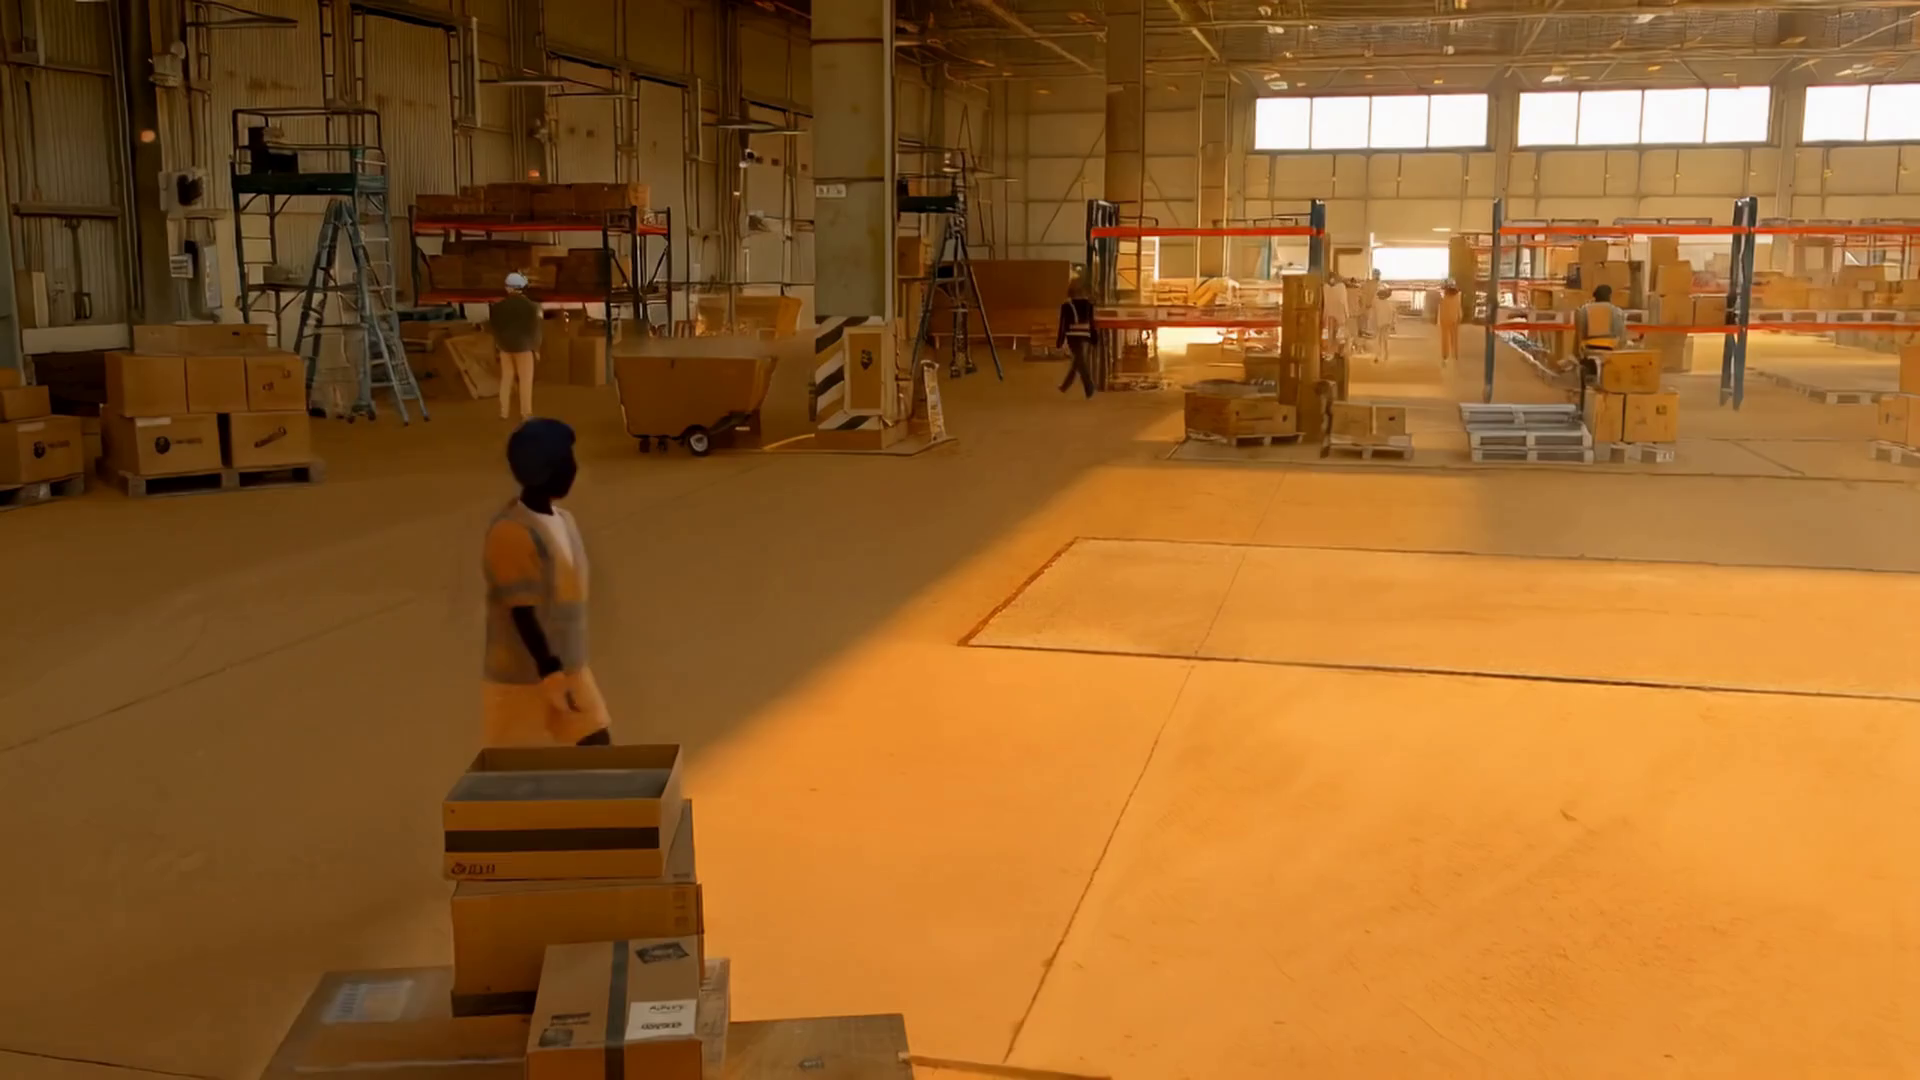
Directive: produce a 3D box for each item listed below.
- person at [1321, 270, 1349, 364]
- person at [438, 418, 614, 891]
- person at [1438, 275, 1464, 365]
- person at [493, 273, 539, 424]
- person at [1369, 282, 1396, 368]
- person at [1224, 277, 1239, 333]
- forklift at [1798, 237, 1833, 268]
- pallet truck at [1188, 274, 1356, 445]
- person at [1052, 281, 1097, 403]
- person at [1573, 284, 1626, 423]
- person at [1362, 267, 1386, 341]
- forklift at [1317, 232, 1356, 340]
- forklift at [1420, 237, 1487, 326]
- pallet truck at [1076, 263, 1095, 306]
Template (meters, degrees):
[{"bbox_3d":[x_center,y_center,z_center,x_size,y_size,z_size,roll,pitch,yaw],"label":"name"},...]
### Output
[{"bbox_3d":[7.703,-4.600,34.295,0.642,1.926,0.645,8,12,38],"label":"person"},{"bbox_3d":[-1.398,0.416,5.564,0.840,1.655,0.540,2,10,13],"label":"person"},{"bbox_3d":[9.894,-4.424,33.553,0.522,1.818,0.727,1,10,5],"label":"person"},{"bbox_3d":[-5.796,-2.492,21.757,0.628,1.980,0.440,2,10,14],"label":"person"},{"bbox_3d":[8.451,-4.295,33.163,0.492,1.708,0.889,9,13,41],"label":"person"},{"bbox_3d":[7.494,-6.402,45.778,0.536,1.633,0.313,9,13,43],"label":"person"},{"bbox_3d":[27.416,-8.330,53.452,1.129,2.768,1.873,8,12,39],"label":"forklift"},{"bbox_3d":[3.653,-2.138,19.590,1.885,1.965,0.823,-4,10,-20],"label":"pallet truck"},{"bbox_3d":[1.726,-3.000,25.165,0.595,1.818,1.040,-8,12,-38],"label":"person"},{"bbox_3d":[8.209,-2.361,21.363,0.633,1.842,0.429,4,10,20],"label":"person"},{"bbox_3d":[10.829,-6.165,43.514,0.647,1.926,0.506,-1,10,-5],"label":"person"},{"bbox_3d":[9.533,-6.682,43.748,1.873,2.768,1.129,2,10,14],"label":"forklift"},{"bbox_3d":[15.634,-8.155,52.421,1.873,2.768,1.129,-1,10,-5],"label":"forklift"},{"bbox_3d":[4.325,-8.180,55.162,0.823,1.965,1.885,6,11,31],"label":"pallet truck"}]
